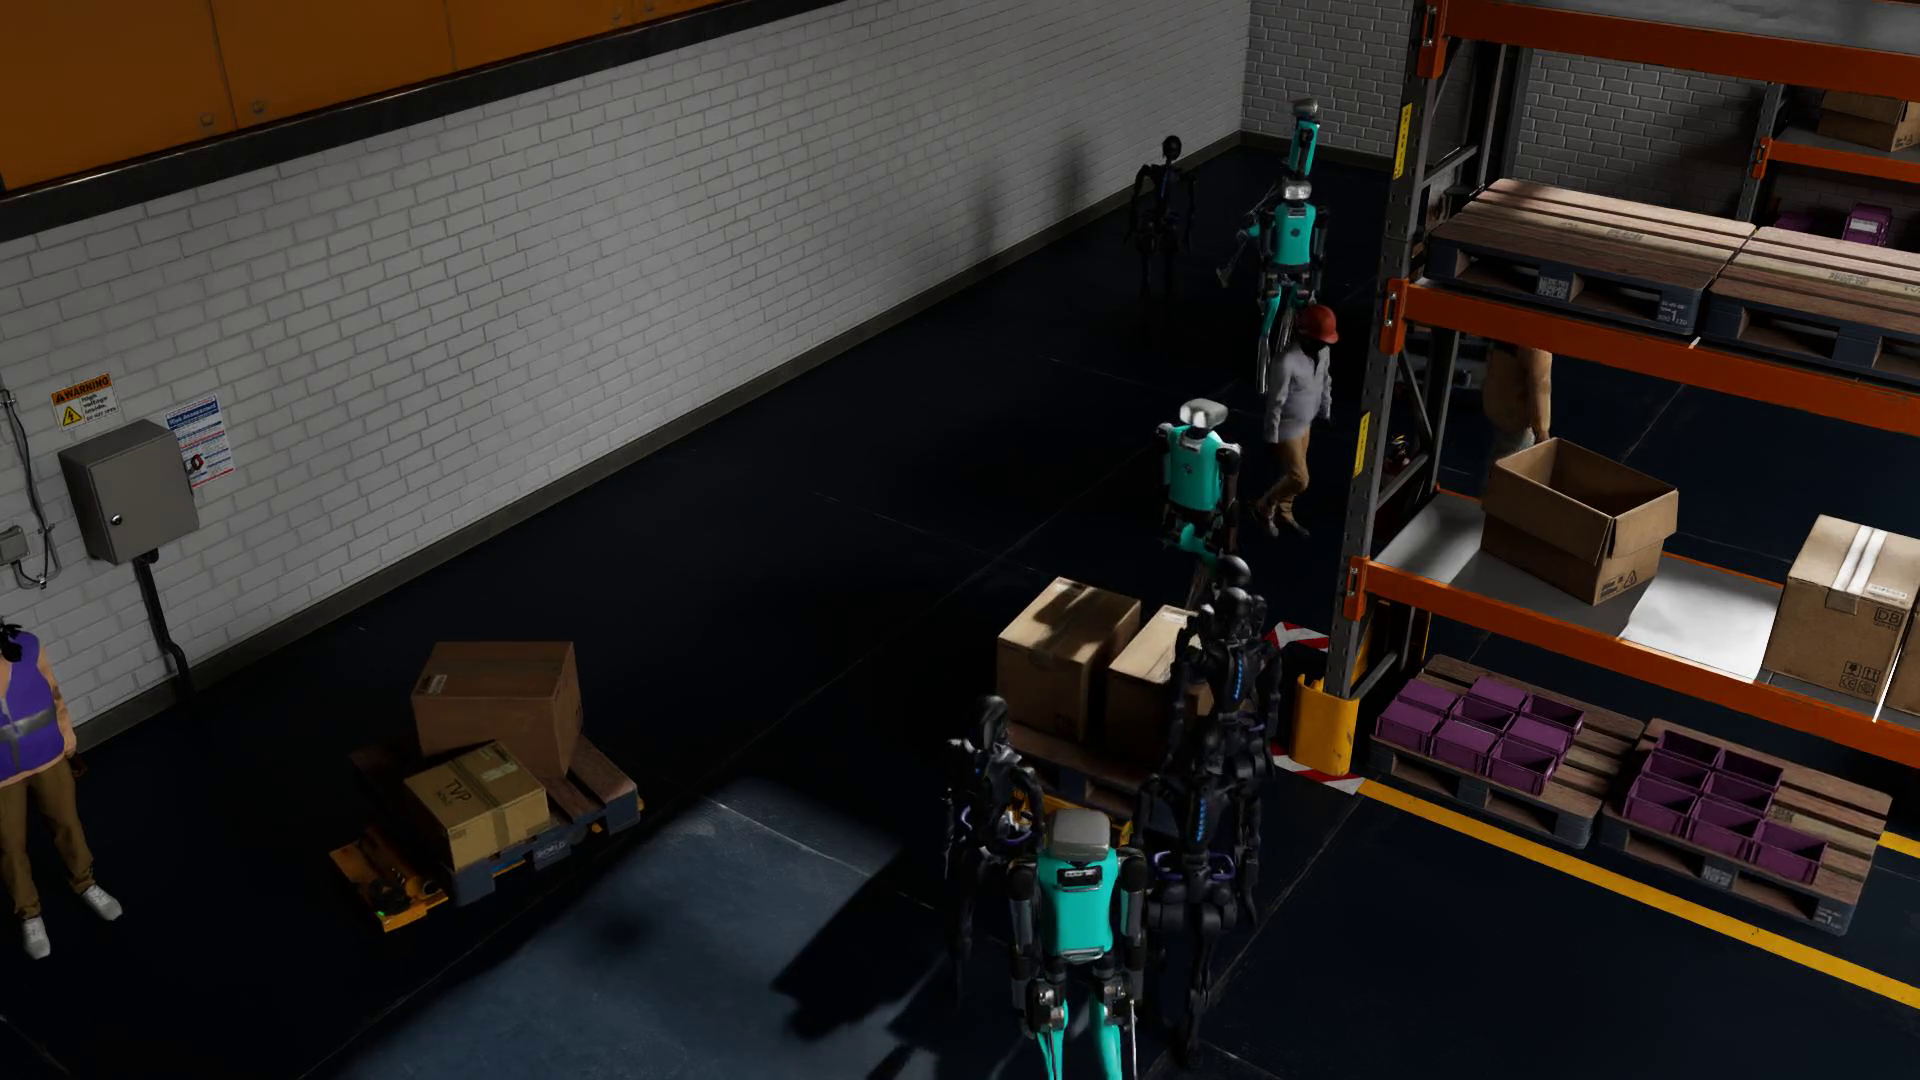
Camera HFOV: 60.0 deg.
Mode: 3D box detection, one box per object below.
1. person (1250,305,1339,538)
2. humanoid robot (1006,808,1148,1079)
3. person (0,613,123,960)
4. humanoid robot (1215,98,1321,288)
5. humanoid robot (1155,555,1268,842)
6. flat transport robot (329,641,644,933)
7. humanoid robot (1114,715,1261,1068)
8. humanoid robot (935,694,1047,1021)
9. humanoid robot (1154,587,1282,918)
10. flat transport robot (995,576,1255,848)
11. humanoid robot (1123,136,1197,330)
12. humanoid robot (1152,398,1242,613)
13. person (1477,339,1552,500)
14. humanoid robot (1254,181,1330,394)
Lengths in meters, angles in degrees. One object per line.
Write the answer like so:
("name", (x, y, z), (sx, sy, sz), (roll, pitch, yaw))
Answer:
("person", (2.224, -0.749, 10.877), (0.409, 1.723, 0.622), (21, 36, 32))
("humanoid robot", (0.461, 1.896, 6.326), (0.547, 1.839, 0.678), (-2, 30, -4))
("person", (-4.319, 1.015, 7.618), (0.421, 1.929, 0.532), (25, 38, 36))
("humanoid robot", (2.698, -3.079, 14.939), (0.924, 1.794, 0.550), (6, 30, 10))
("humanoid robot", (1.255, 0.775, 8.309), (0.604, 1.654, 0.326), (-16, 34, -26))
("flat transport robot", (-2.410, 1.457, 8.512), (1.431, 0.231, 0.659), (-23, 37, -34))
("humanoid robot", (0.970, 1.484, 7.062), (0.614, 1.632, 0.492), (1, 30, 1))
("humanoid robot", (0.166, 1.381, 7.282), (0.598, 1.654, 0.625), (19, 35, 30))
("humanoid robot", (1.232, 0.980, 7.967), (0.599, 1.614, 0.735), (-6, 30, -10))
("flat transport robot", (0.824, 1.211, 8.940), (0.659, 0.231, 1.431), (16, 34, 26))
("humanoid robot", (1.719, -2.690, 14.340), (0.610, 1.624, 0.749), (7, 31, 12))
("humanoid robot", (1.457, -0.055, 9.731), (0.532, 1.840, 0.781), (19, 35, 30))
("person", (3.712, -0.859, 10.933), (0.591, 1.856, 0.601), (-4, 30, -7))
("humanoid robot", (2.543, -2.008, 13.107), (0.542, 1.831, 0.758), (1, 30, 2))
